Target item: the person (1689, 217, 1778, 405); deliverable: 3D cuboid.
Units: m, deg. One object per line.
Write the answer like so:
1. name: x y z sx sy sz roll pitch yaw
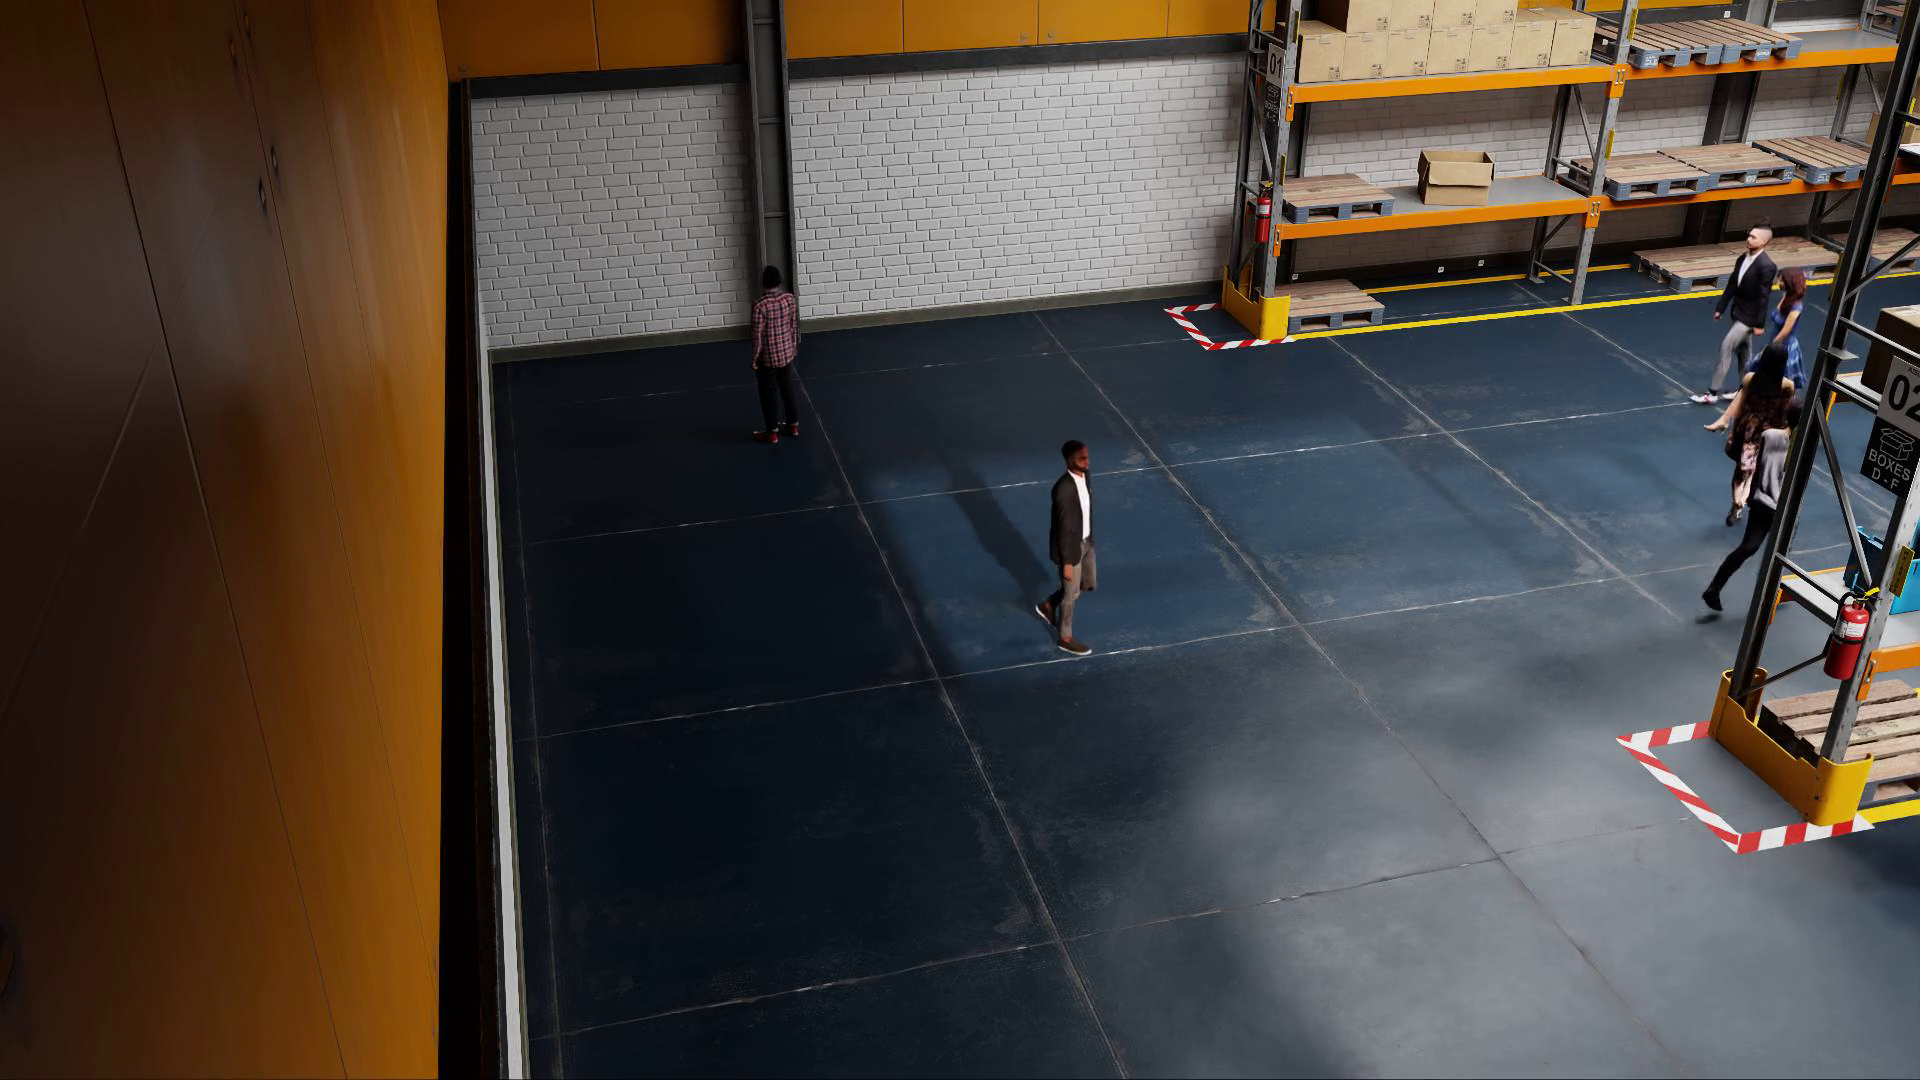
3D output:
1. person: 8.033 -2.291 16.804 1.009 1.925 0.837 -2 29 -4

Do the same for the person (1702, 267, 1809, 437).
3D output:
1. person: 7.916 -1.703 15.904 1.179 1.754 0.846 2 29 3

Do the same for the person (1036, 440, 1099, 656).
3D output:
1. person: 0.773 0.050 12.655 0.943 1.787 0.884 16 32 27

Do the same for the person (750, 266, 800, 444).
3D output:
1. person: -1.804 -1.801 16.080 0.851 1.757 0.726 23 36 35

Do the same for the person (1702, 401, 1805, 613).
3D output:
1. person: 6.343 -0.230 13.116 1.168 1.837 0.799 -12 31 -21

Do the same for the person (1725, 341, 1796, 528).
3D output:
1. person: 6.834 -0.837 14.311 0.966 1.759 1.045 17 33 28
